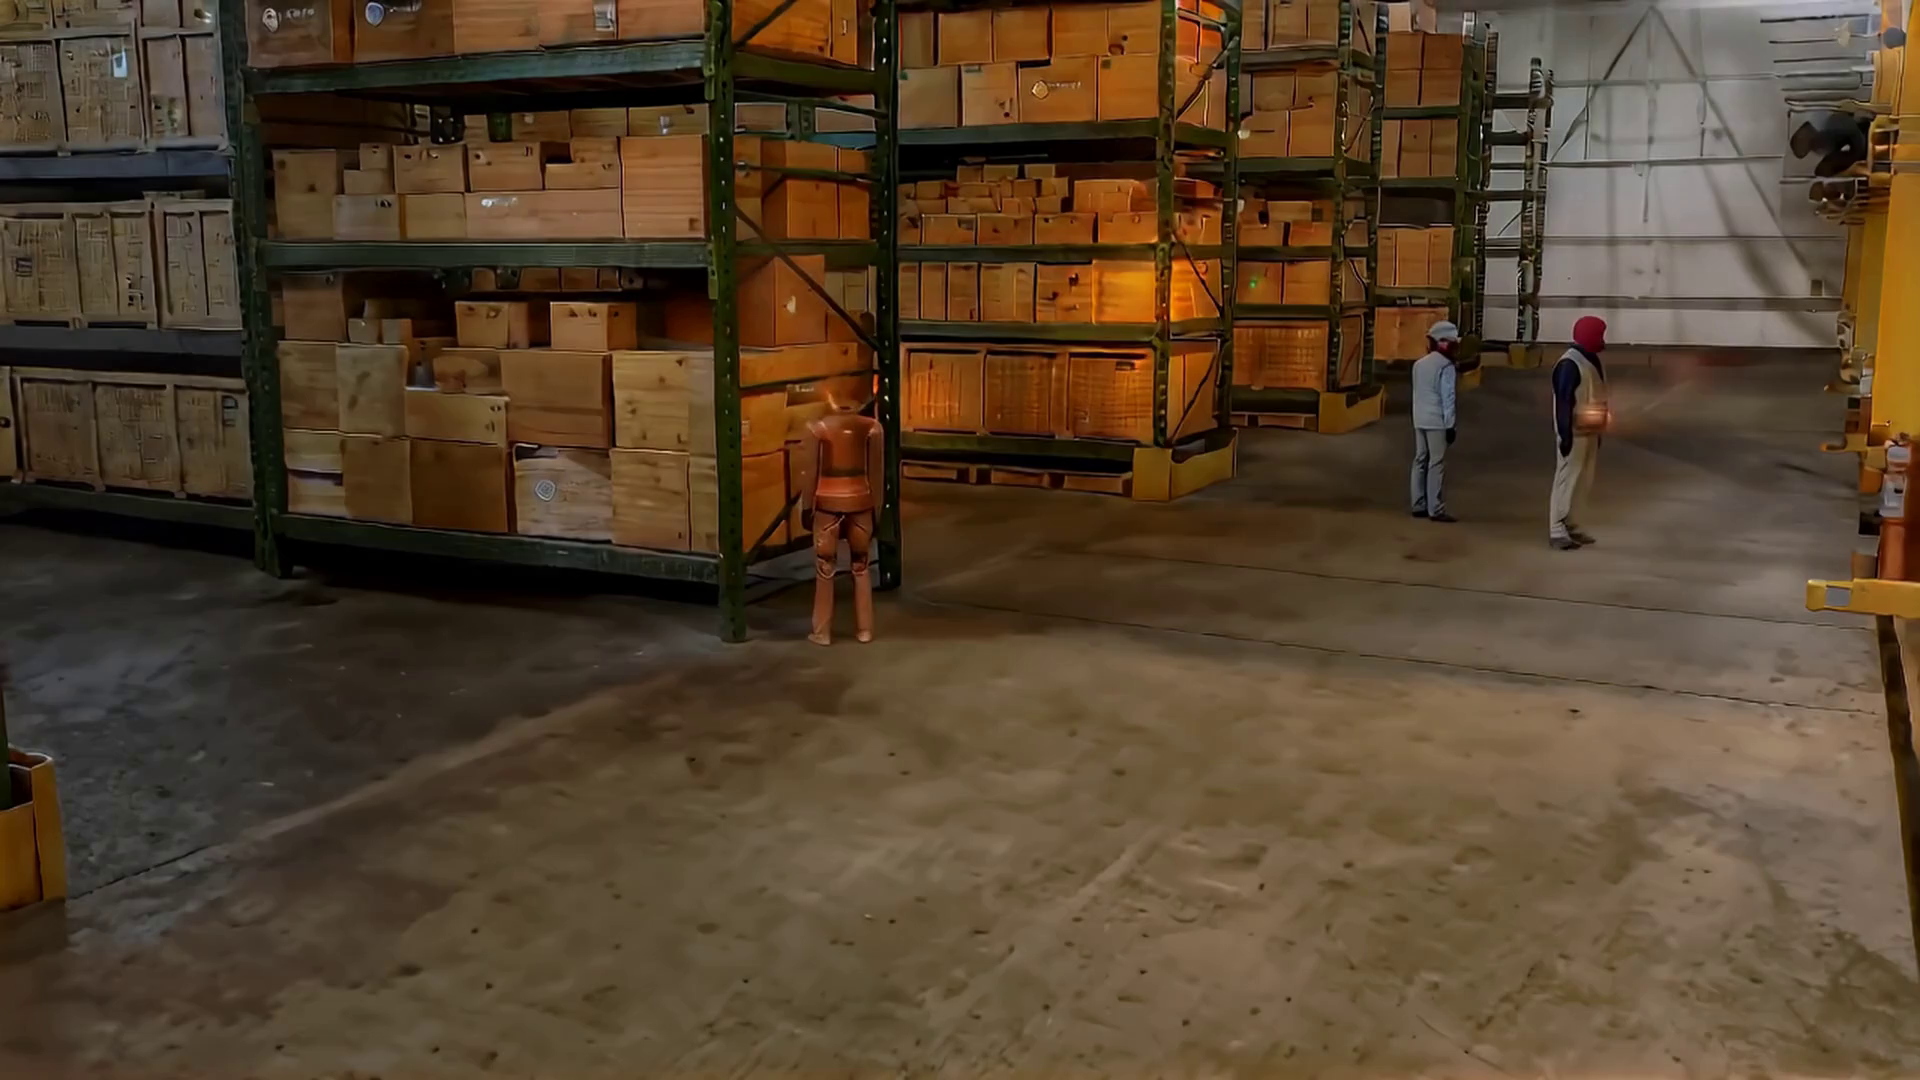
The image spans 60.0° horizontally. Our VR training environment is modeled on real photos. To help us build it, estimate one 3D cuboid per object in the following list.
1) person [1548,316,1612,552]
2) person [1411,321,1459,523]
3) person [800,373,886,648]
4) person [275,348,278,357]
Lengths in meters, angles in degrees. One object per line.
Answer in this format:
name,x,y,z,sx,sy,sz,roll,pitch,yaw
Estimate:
person,4.885,-0.833,13.083,0.429,1.840,0.632,9,13,42
person,4.140,-1.022,14.442,0.332,1.746,0.559,-3,10,-18
person,-0.689,-0.174,9.877,0.526,1.629,0.314,-4,10,-20
person,-8.009,-1.980,19.466,0.373,1.928,0.543,-3,10,-16
